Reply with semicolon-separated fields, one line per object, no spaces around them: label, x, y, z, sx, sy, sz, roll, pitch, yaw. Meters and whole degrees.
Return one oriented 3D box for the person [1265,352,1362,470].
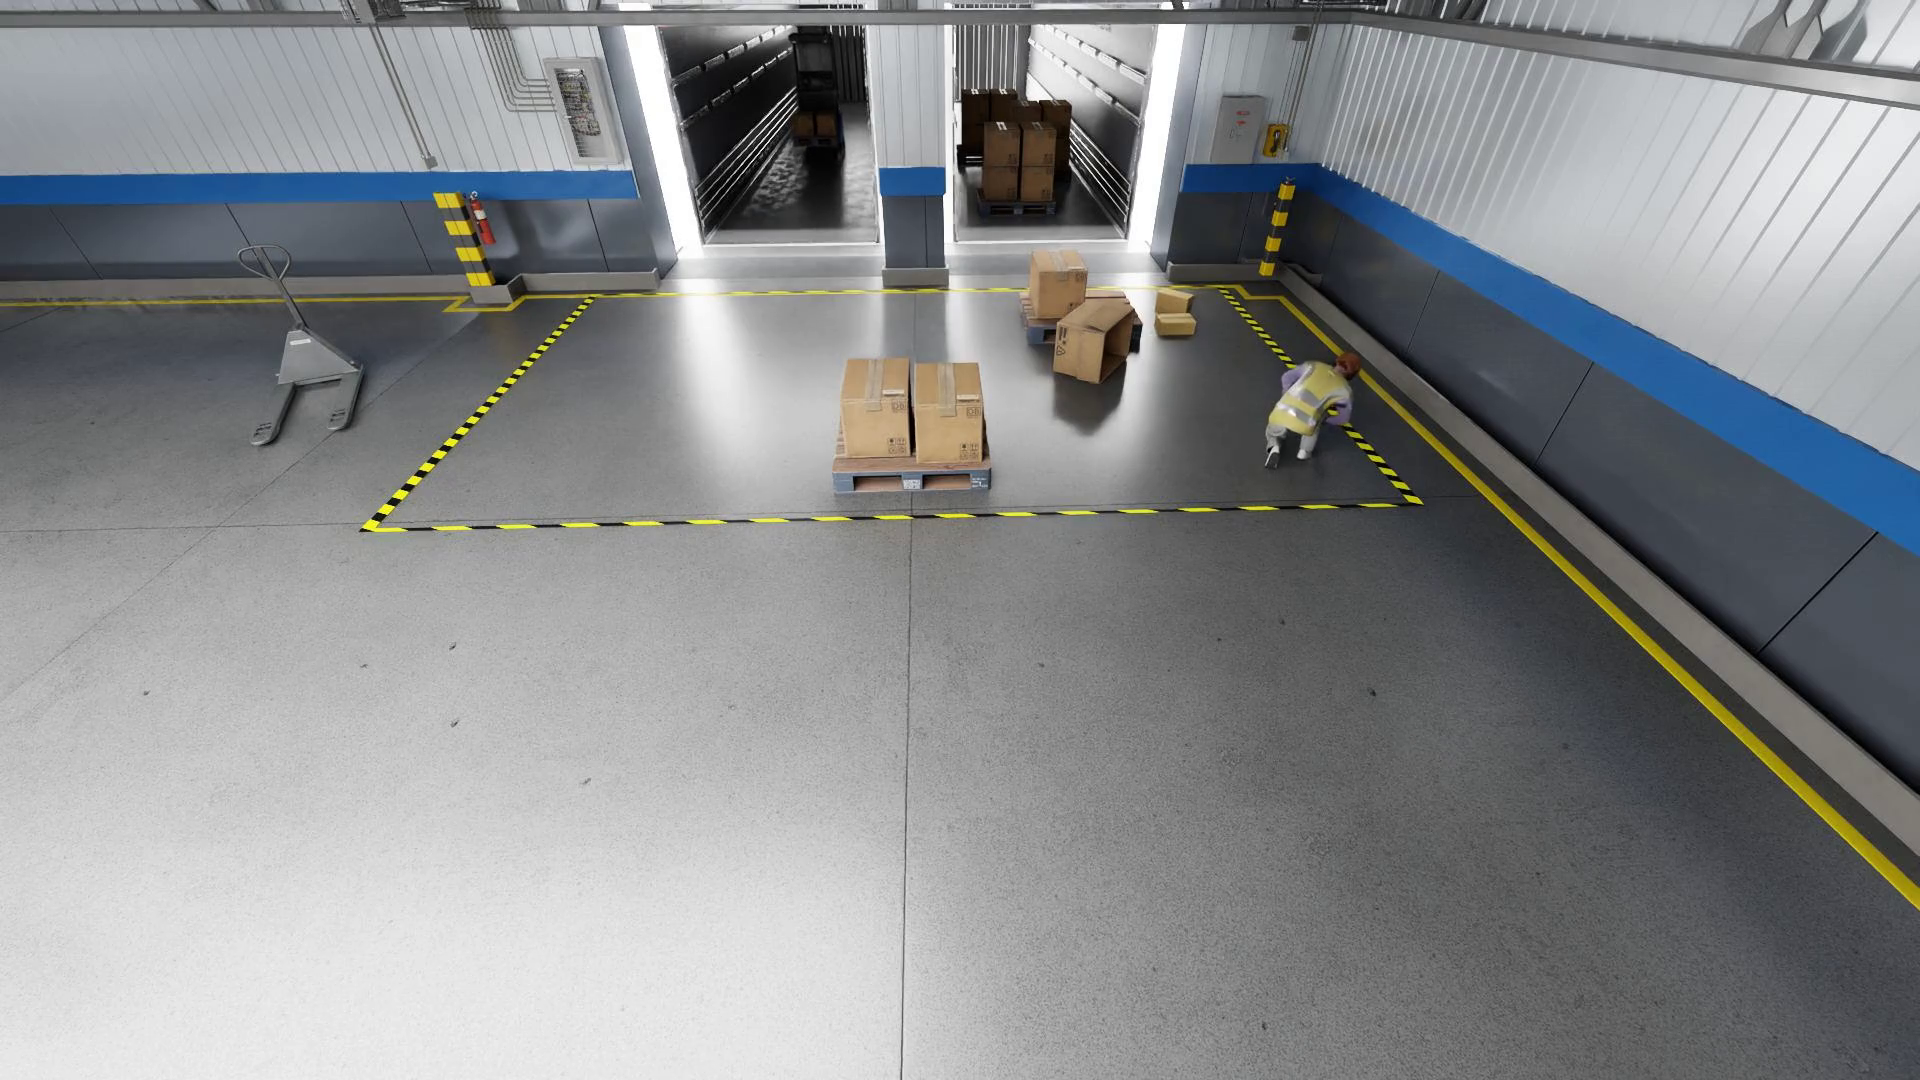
person;2.749;-1.037;5.865;0.611;0.836;0.917;28;46;31

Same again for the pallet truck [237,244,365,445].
pallet truck;-5.915;-1.733;6.366;0.680;1.201;1.601;-18;42;-21

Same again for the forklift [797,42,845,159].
forklift;-2.823;-9.009;14.891;0.716;2.013;0.776;-2;39;-2
